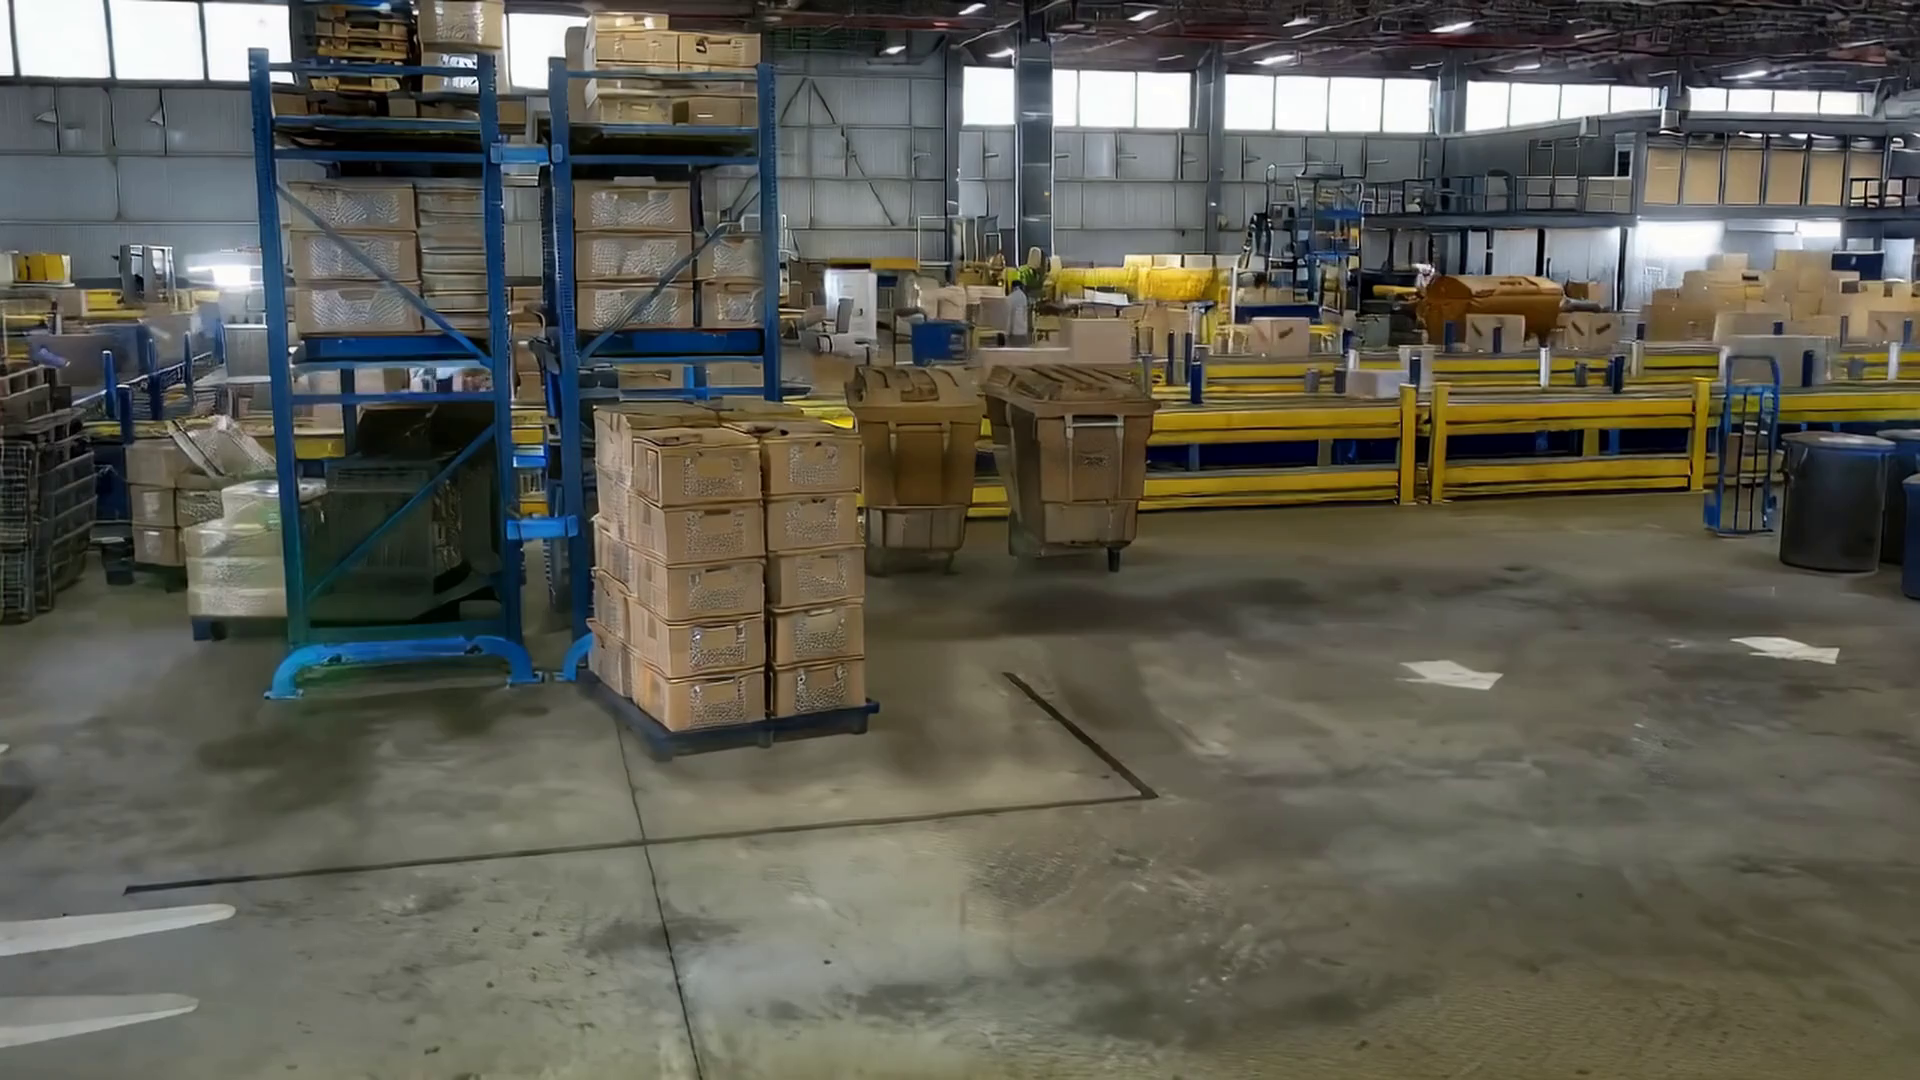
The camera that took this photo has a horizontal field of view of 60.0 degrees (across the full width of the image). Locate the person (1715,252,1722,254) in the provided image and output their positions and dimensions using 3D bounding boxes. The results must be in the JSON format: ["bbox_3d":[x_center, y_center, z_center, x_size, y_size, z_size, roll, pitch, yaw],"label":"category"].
[{"bbox_3d":[16.147,-5.147,35.605,0.634,1.987,1.060,1,10,3],"label":"person"}]

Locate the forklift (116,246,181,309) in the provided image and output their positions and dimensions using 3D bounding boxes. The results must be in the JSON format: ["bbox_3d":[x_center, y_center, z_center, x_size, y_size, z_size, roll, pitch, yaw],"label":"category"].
[{"bbox_3d":[-19.966,-6.232,40.894,1.157,1.987,2.680,-3,10,-15],"label":"forklift"}]

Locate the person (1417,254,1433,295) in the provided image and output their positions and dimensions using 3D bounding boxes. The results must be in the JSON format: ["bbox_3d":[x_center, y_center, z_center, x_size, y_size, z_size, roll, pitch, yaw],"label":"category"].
[{"bbox_3d":[16.825,-9.416,60.211,0.584,1.849,0.935,-3,10,-17],"label":"person"}]

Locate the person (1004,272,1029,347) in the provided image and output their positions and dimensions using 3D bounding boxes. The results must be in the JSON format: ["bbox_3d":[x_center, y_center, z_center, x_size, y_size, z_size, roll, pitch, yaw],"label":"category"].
[{"bbox_3d":[0.768,-2.877,23.412,0.329,1.764,0.524,8,13,38],"label":"person"}]

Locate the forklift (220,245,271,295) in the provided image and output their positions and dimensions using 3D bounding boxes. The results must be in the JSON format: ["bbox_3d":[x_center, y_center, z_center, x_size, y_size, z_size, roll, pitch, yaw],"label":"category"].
[{"bbox_3d":[-17.749,-6.334,41.440,1.157,1.987,2.680,-3,10,-17],"label":"forklift"}]

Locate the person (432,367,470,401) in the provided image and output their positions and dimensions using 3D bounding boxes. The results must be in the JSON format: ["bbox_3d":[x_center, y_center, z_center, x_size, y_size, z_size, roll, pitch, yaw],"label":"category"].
[{"bbox_3d":[-4.371,-1.246,14.393,0.566,1.679,0.549,-7,12,-33],"label":"person"}]

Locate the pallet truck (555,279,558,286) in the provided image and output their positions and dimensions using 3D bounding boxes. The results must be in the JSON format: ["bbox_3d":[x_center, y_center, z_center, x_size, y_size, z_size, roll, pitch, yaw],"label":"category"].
[{"bbox_3d":[-10.604,-6.375,44.520,0.653,1.274,1.630,-3,10,-15],"label":"pallet truck"}]
